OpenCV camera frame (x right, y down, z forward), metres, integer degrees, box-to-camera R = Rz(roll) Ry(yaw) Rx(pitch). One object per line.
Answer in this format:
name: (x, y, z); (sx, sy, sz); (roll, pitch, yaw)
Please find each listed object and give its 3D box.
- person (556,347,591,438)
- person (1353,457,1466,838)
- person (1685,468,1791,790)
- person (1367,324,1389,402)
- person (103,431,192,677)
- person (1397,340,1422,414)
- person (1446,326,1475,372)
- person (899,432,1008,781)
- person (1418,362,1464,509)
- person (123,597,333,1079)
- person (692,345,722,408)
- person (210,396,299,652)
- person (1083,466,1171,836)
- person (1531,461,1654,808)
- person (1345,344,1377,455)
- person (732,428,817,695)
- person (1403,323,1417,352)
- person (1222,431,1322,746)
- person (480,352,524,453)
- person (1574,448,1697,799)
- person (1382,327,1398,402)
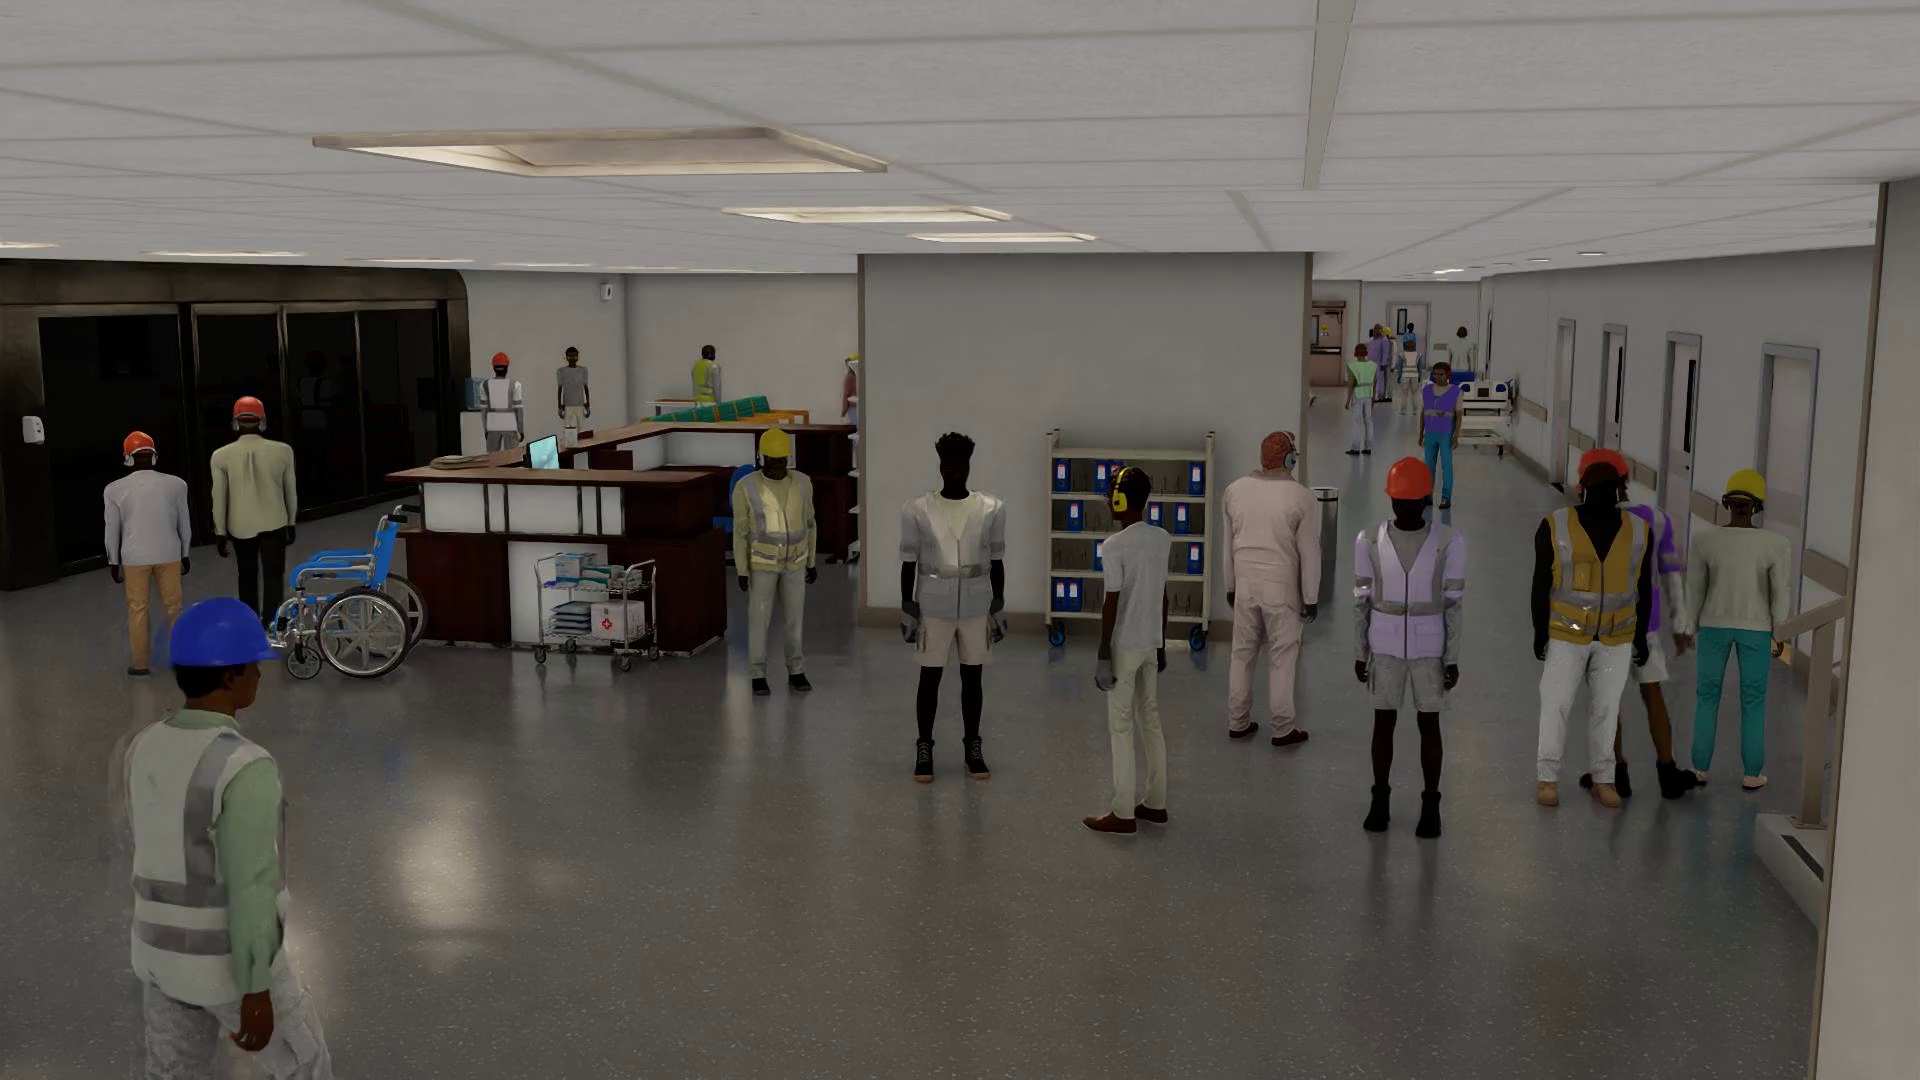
person: (-6.022, -2.082, 25.927); (0.498, 1.860, 0.328); (-4, 9, -23)
person: (2.226, 0.539, 8.314); (0.541, 1.926, 0.419); (3, 9, 19)
person: (4.258, 0.490, 9.140); (0.525, 1.769, 0.315); (4, 10, 27)
person: (10.109, -4.298, 40.429); (0.411, 1.913, 0.643); (-5, 10, -28)
person: (-5.753, 0.100, 11.797); (0.565, 1.743, 0.354); (-6, 11, -37)
person: (9.866, -3.568, 36.487); (0.515, 1.639, 0.315); (1, 9, 6)
person: (10.966, -3.707, 36.419); (0.635, 1.939, 0.366); (6, 10, 34)
person: (-0.034, 0.371, 9.267); (0.614, 1.962, 0.366); (-1, 9, -10)
person: (6.037, -1.320, 20.906); (0.565, 1.840, 0.390); (8, 12, 44)
person: (-1.937, 1.098, 4.597); (0.628, 1.910, 0.864); (6, 10, 33)
person: (-4.136, -2.291, 27.393); (0.624, 1.834, 0.432); (7, 11, 40)
person: (-5.319, -0.116, 12.577); (0.598, 1.950, 1.005); (-3, 9, -19)
person: (0.865, 0.555, 8.405); (0.318, 1.860, 0.513); (8, 12, 44)
person: (3.343, 0.501, 8.816); (0.619, 1.845, 0.430); (1, 9, 8)
person: (6.662, -2.332, 27.620); (0.565, 1.841, 0.396); (-3, 9, -21)
person: (-1.243, 0.145, 11.265); (0.598, 1.823, 0.409); (-5, 10, -28)
person: (14.073, -5.940, 52.035); (0.535, 1.697, 0.318); (-4, 10, -26)
person: (1.891, 0.290, 10.042); (0.648, 1.901, 0.399); (7, 11, 39)
person: (-5.926, -1.465, 21.579); (0.546, 1.930, 0.388); (0, 9, -1)
person: (3.643, 0.452, 9.006); (0.713, 1.888, 0.481); (0, 9, -2)
person: (10.389, -4.269, 40.543); (0.403, 1.824, 0.595); (-4, 9, -23)
